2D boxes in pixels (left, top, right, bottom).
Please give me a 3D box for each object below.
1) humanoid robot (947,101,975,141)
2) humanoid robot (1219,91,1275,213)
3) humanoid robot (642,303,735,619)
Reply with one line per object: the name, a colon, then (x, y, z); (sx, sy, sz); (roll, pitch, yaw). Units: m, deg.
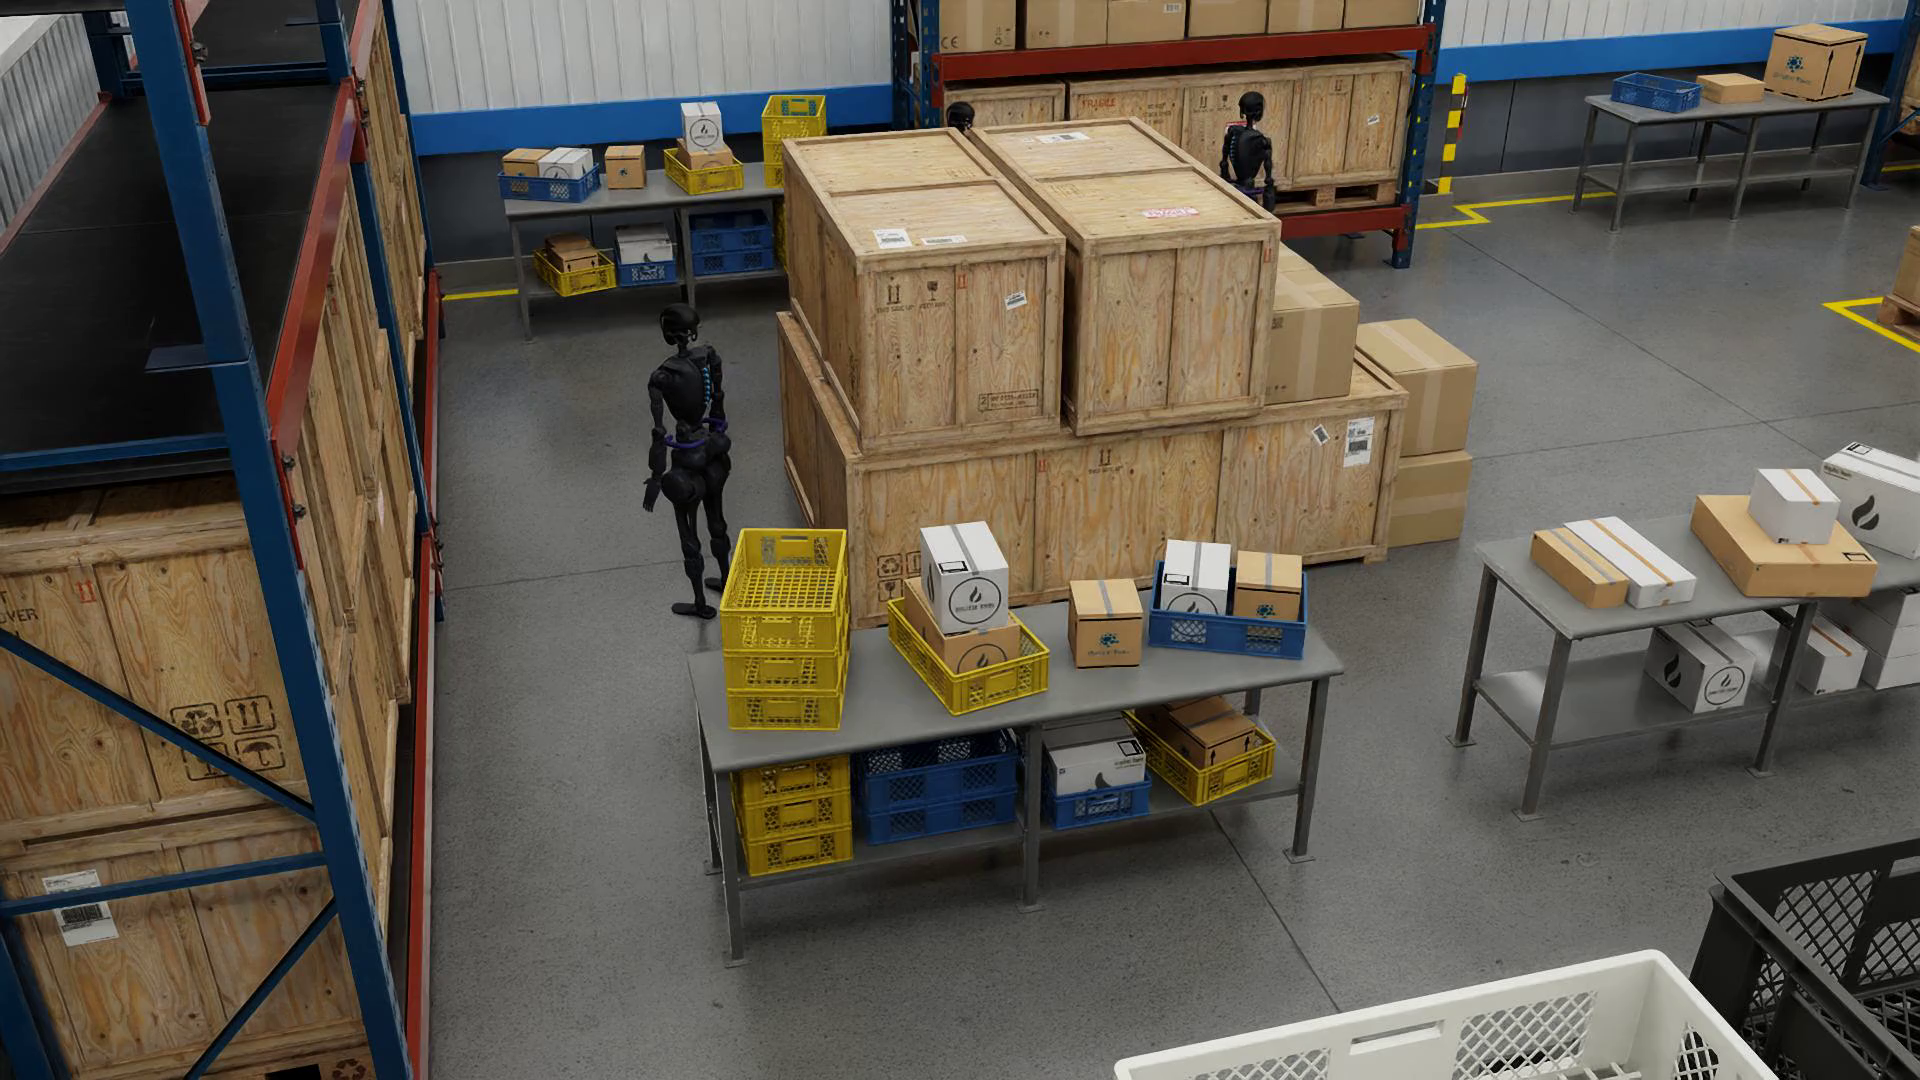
humanoid robot: (0.004, -2.266, 11.754); (0.324, 1.658, 0.601); (19, 34, 30)
humanoid robot: (2.046, -2.397, 11.994); (0.314, 1.657, 0.609); (-16, 33, -27)
humanoid robot: (-1.353, -0.403, 8.373); (0.314, 1.657, 0.608); (15, 32, 25)
